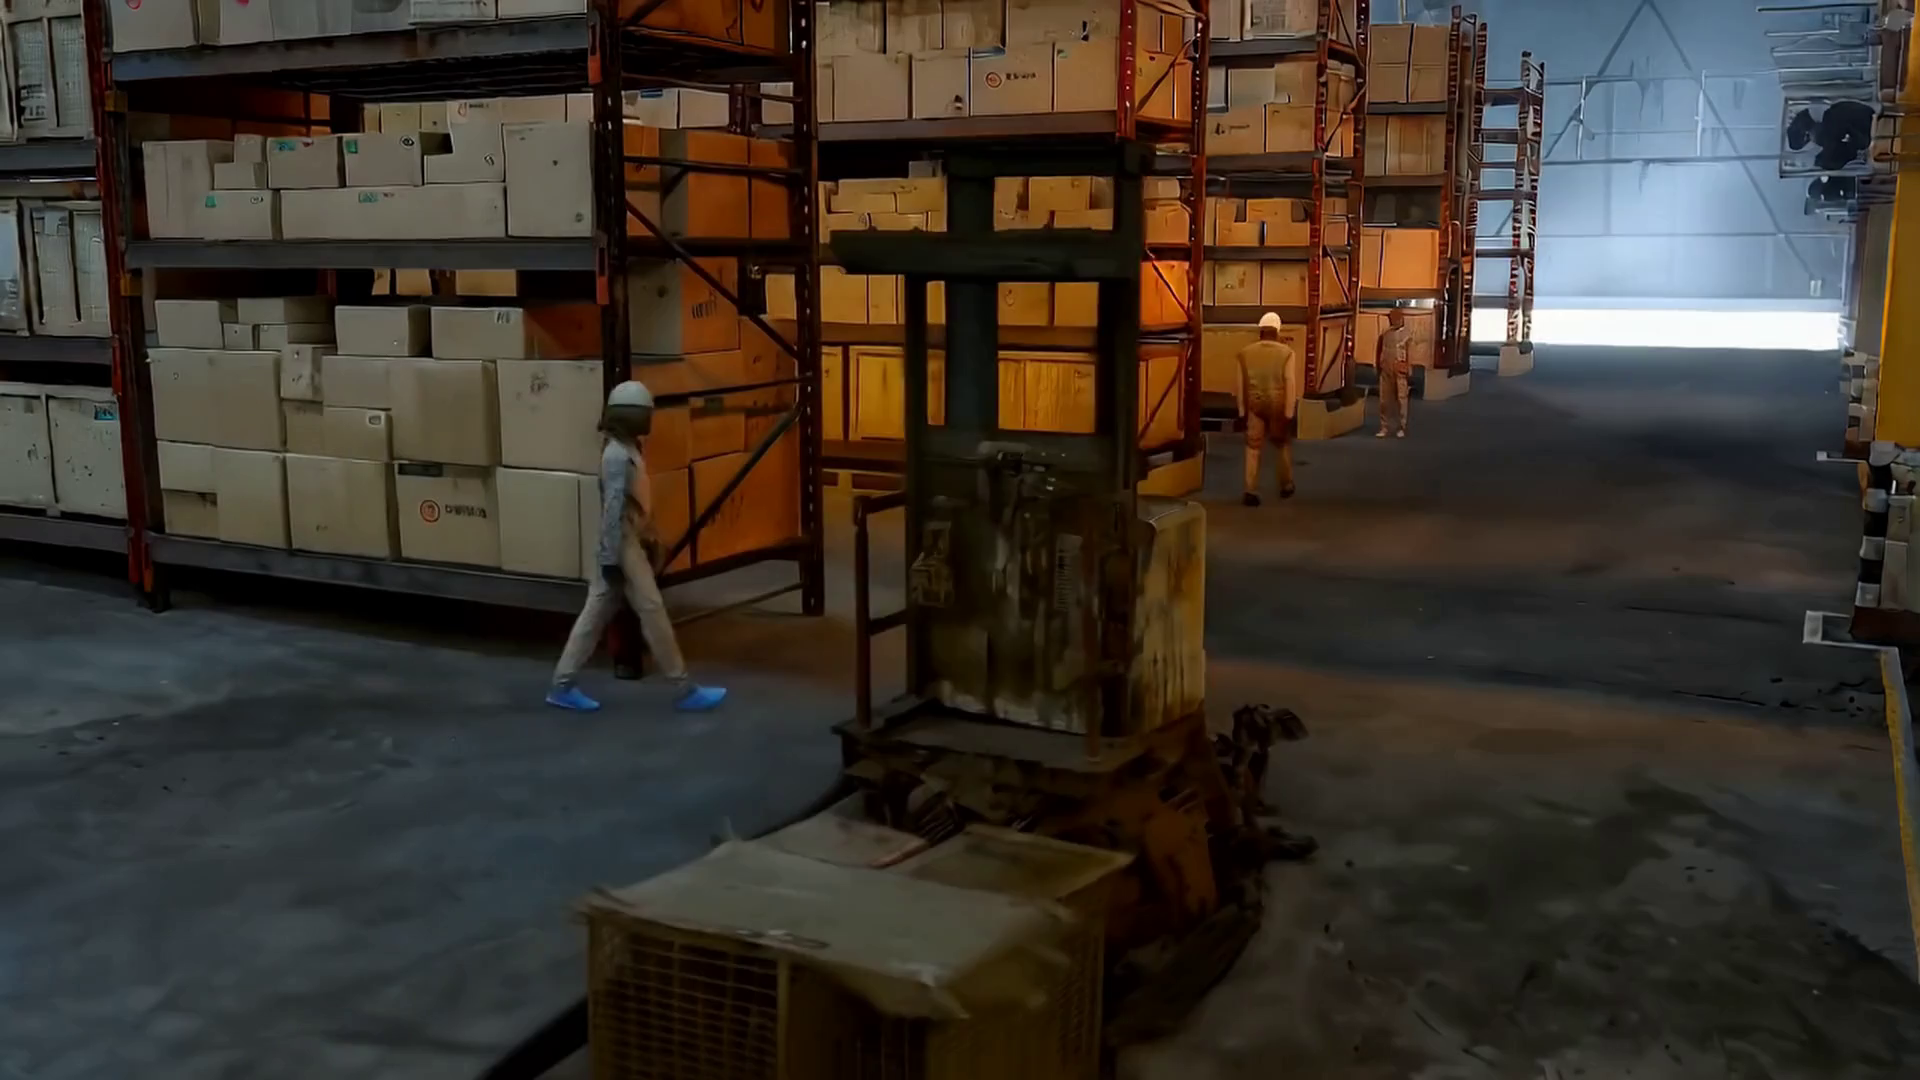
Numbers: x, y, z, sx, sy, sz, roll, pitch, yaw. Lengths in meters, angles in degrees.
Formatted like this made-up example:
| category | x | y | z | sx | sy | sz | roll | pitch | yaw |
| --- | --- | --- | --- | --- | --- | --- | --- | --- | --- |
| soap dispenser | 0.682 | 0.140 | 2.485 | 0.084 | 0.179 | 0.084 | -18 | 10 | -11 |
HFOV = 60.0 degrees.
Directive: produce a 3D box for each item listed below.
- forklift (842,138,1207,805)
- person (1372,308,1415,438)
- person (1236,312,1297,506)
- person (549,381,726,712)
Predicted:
| category | x | y | z | sx | sy | sz | roll | pitch | yaw |
| --- | --- | --- | --- | --- | --- | --- | --- | --- | --- |
| forklift | 0.395 | -0.434 | 7.759 | 1.129 | 2.768 | 1.873 | 5 | 11 | 27 |
| person | 5.492 | -2.110 | 21.038 | 0.521 | 1.645 | 0.307 | 9 | 13 | 42 |
| person | 2.856 | -1.220 | 15.494 | 0.607 | 1.777 | 0.986 | 5 | 11 | 28 |
| person | -1.703 | 0.042 | 8.460 | 0.890 | 1.684 | 0.482 | -2 | 10 | -12 |
